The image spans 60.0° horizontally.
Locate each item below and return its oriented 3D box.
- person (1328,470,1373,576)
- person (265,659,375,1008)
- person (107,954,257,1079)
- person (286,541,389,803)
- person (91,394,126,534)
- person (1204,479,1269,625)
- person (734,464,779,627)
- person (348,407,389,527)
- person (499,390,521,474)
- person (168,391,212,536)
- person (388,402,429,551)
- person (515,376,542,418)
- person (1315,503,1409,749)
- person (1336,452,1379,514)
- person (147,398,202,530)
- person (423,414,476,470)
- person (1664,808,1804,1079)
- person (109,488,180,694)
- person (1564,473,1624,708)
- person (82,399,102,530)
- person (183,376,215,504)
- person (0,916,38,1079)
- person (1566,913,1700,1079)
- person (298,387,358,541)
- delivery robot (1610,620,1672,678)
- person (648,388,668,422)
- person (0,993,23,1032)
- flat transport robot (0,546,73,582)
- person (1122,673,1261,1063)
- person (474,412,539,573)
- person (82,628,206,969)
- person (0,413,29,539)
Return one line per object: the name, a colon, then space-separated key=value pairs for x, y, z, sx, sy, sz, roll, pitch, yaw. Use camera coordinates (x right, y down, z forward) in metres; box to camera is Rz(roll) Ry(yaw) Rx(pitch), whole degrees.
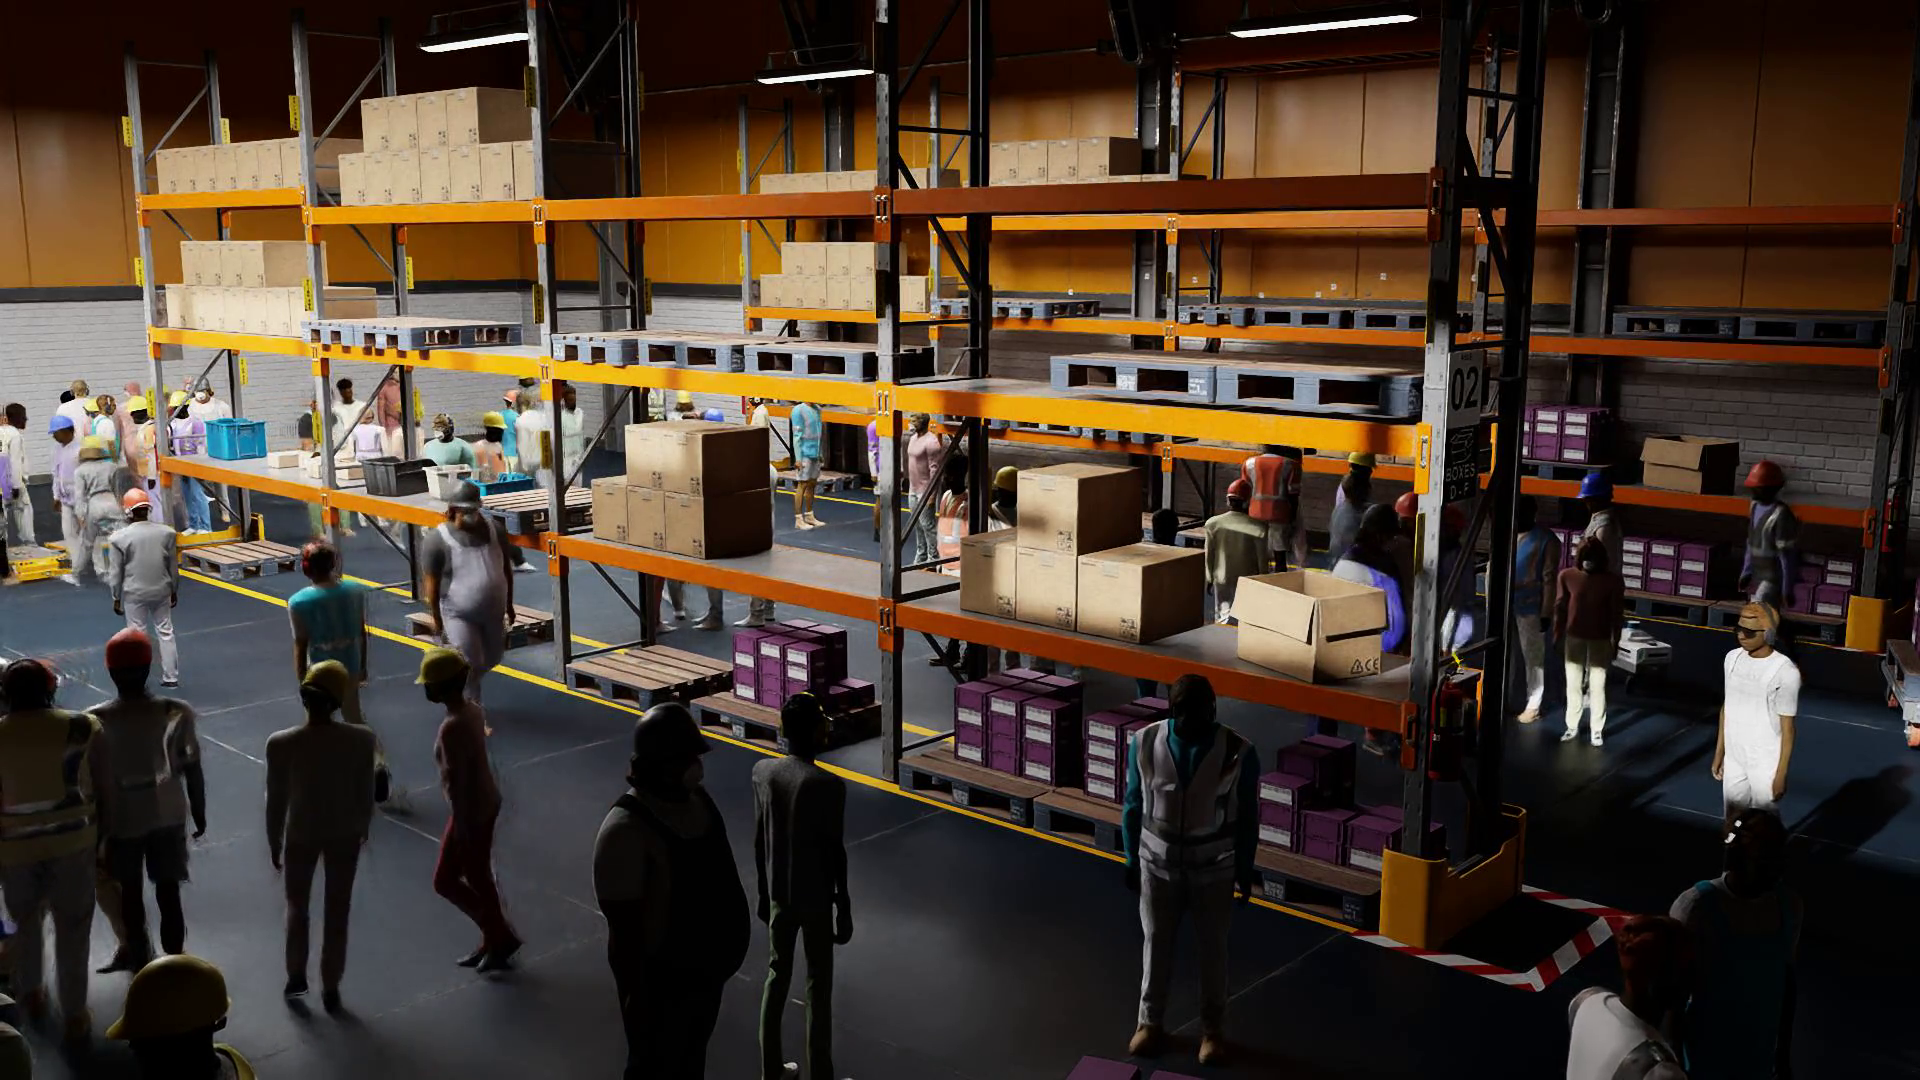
person: x=3.247 y=0.381 z=13.827 sx=0.370 sy=1.940 sz=0.630 roll=0 pitch=10 yaw=-1
person: x=-3.165 y=1.458 z=8.284 sx=0.521 sy=1.742 sz=0.401 roll=-3 pitch=11 yaw=-19
person: x=-2.026 y=2.035 z=4.507 sx=0.385 sy=1.925 sz=0.591 roll=-6 pitch=11 yaw=-29
person: x=-4.202 y=0.905 z=11.192 sx=0.715 sy=1.820 sz=0.575 roll=9 pitch=13 yaw=40
person: x=-11.203 y=-0.992 z=21.883 sx=0.505 sy=1.839 sz=0.349 roll=9 pitch=13 yaw=41
person: x=2.427 y=0.335 z=14.607 sx=0.573 sy=1.750 sz=0.330 roll=4 pitch=11 yaw=20
person: x=-2.057 y=-0.088 z=16.566 sx=0.406 sy=1.910 sz=0.636 roll=4 pitch=11 yaw=19
person: x=-7.944 y=-0.974 z=22.361 sx=0.518 sy=1.635 sz=0.315 roll=-1 pitch=10 yaw=-7
person: x=-6.371 y=-1.270 z=23.733 sx=0.574 sy=1.738 sz=0.354 roll=7 pitch=12 yaw=35
person: x=-10.024 y=-0.977 z=21.579 sx=0.591 sy=1.918 sz=0.391 roll=6 pitch=12 yaw=31
person: x=-6.751 y=-0.794 z=20.578 sx=0.532 sy=1.899 sz=0.614 roll=2 pitch=10 yaw=10
person: x=-7.260 y=-2.016 z=27.970 sx=0.489 sy=1.731 sz=0.325 roll=2 pitch=10 yaw=13
person: x=2.957 y=0.700 z=11.735 sx=1.019 sy=2.000 sz=0.687 roll=10 pitch=14 yaw=44
person: x=3.694 y=0.076 z=15.608 sx=0.392 sy=1.919 sz=0.589 roll=1 pitch=10 yaw=3
person: x=-10.309 y=-0.946 z=21.705 sx=0.570 sy=1.814 sz=0.816 roll=9 pitch=13 yaw=41
person: x=-5.667 y=-0.440 z=18.466 sx=0.635 sy=1.937 sz=0.352 roll=2 pitch=10 yaw=13
person: x=2.745 y=1.828 z=5.949 sx=0.503 sy=1.837 sz=0.350 roll=-2 pitch=10 yaw=-12
person: x=-6.911 y=0.430 z=14.095 sx=0.350 sy=1.744 sz=0.566 roll=9 pitch=13 yaw=41
person: x=5.217 y=0.412 z=13.649 sx=0.396 sy=1.940 sz=0.601 roll=3 pitch=10 yaw=17
person: x=-11.515 y=-1.007 z=22.192 sx=0.340 sy=1.760 sz=0.527 roll=-6 pitch=11 yaw=-29
person: x=-11.215 y=-1.458 z=24.369 sx=0.401 sy=1.895 sz=0.648 roll=-3 pitch=10 yaw=-15
person: x=-2.895 y=1.957 z=4.889 sx=0.605 sy=1.948 sz=0.391 roll=4 pitch=11 yaw=19
person: x=1.938 y=1.996 z=4.897 sx=0.371 sy=1.876 sz=0.569 roll=-1 pitch=10 yaw=-5
person: x=-8.086 y=-0.993 z=21.307 sx=0.703 sy=2.000 sz=0.699 roll=5 pitch=11 yaw=27
delivery robot: x=5.790 y=0.938 z=14.322 sx=0.477 sy=0.478 sz=0.707 roll=-2 pitch=10 yaw=-13
person: x=-5.267 y=-2.096 z=28.681 sx=0.311 sy=1.639 sz=0.513 roll=9 pitch=14 yaw=43
person: x=-3.053 y=1.942 z=5.059 sx=0.600 sy=1.917 sz=0.377 roll=2 pitch=10 yaw=13
flat transport robot: x=-10.844 y=0.255 z=19.250 sx=1.431 sy=0.197 sz=0.652 roll=9 pitch=13 yaw=40
person: x=1.055 y=1.511 z=7.717 sx=0.634 sy=1.839 sz=0.429 roll=3 pitch=10 yaw=17
person: x=-5.330 y=-0.524 z=19.104 sx=0.790 sy=1.892 sz=0.608 roll=2 pitch=10 yaw=14
person: x=-4.109 y=1.374 z=8.389 sx=0.560 sy=1.886 sz=0.966 roll=-5 pitch=11 yaw=-24
person: x=-12.297 y=-0.820 z=21.477 sx=0.507 sy=1.631 sz=0.280 roll=-2 pitch=10 yaw=-8
